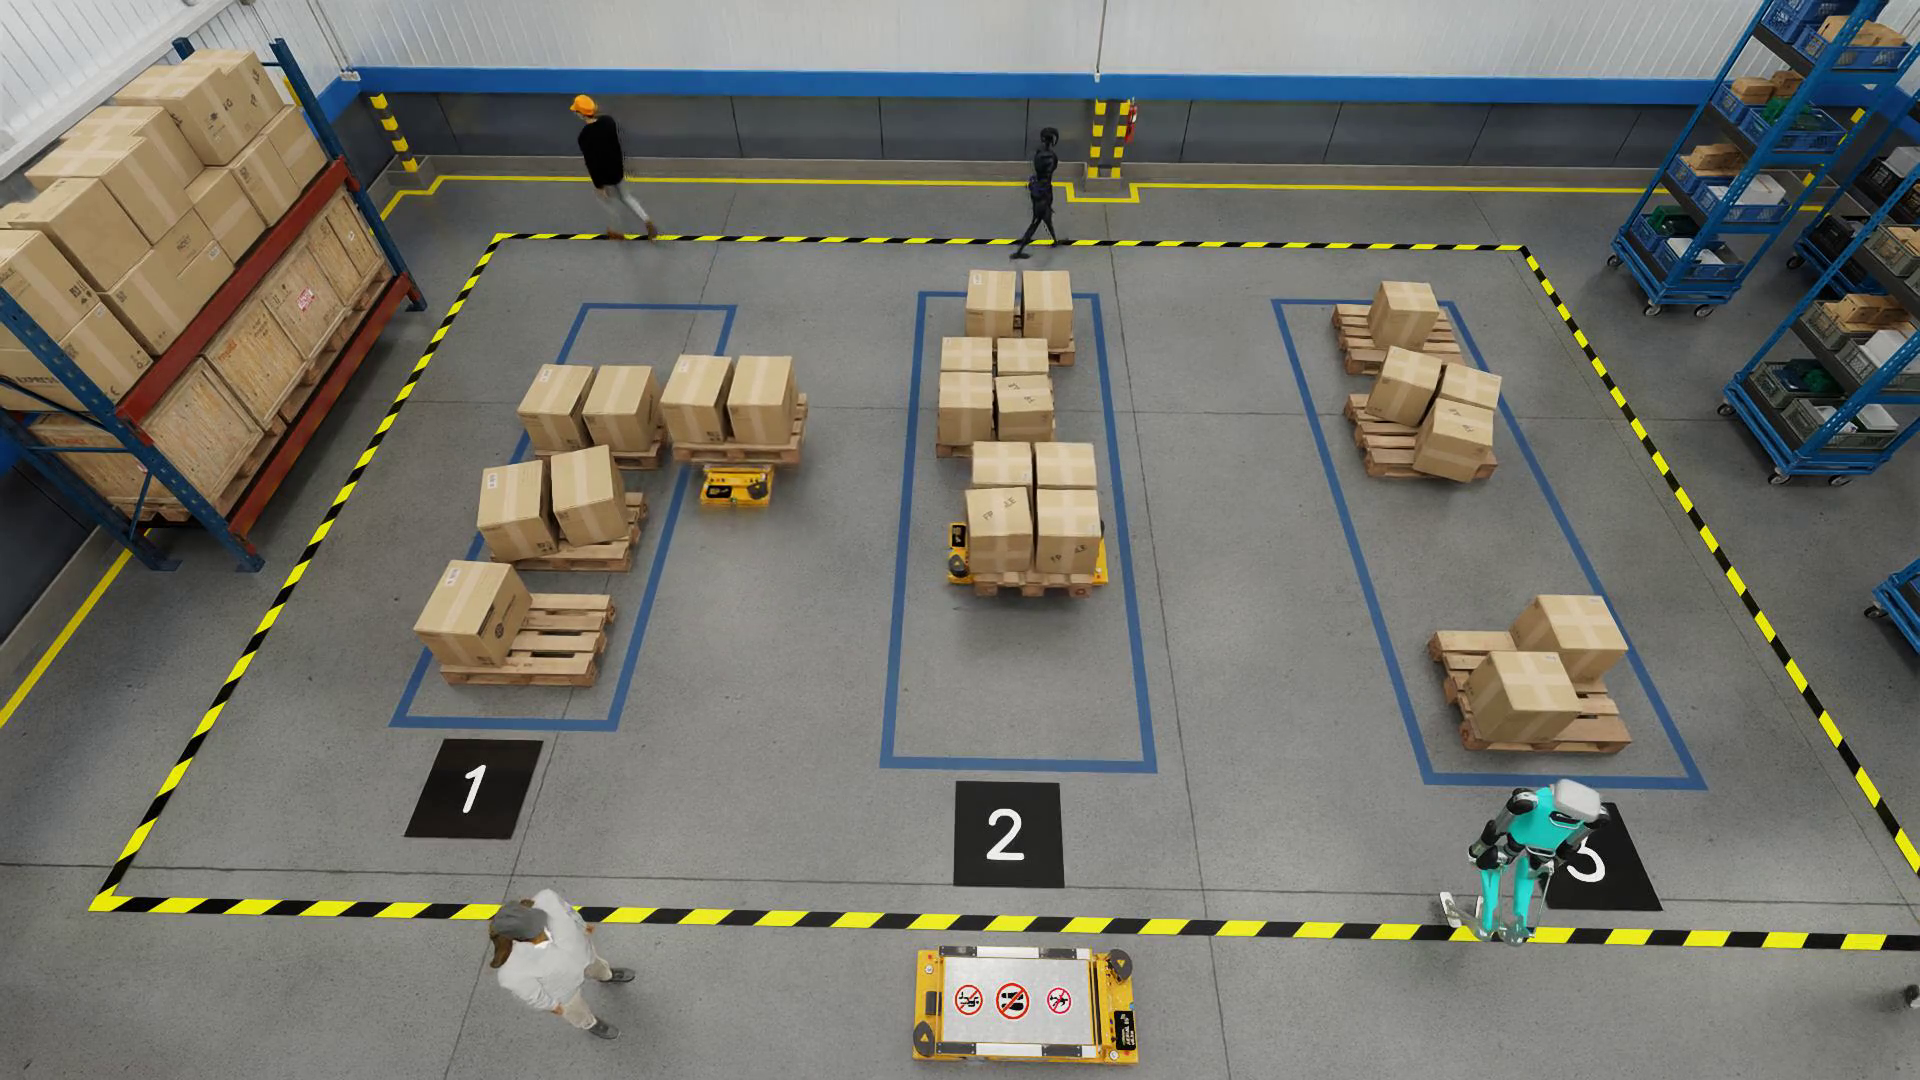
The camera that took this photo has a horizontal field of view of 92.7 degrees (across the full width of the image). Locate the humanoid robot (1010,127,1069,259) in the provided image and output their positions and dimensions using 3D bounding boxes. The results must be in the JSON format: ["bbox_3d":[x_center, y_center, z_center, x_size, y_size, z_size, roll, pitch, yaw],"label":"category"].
[{"bbox_3d":[1.016,-4.139,10.981,0.791,1.620,0.611,-8,51,-6],"label":"humanoid robot"}]

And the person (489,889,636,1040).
[{"bbox_3d":[-2.383,2.525,5.459,0.400,1.769,0.561,5,51,4],"label":"person"}]

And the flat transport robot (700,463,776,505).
[{"bbox_3d":[-2.165,-0.955,9.246,0.652,0.197,1.431,1,51,1],"label":"flat transport robot"}]

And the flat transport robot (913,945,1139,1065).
[{"bbox_3d":[0.422,3.041,6.007,1.431,0.231,0.659,1,51,1],"label":"flat transport robot"}]

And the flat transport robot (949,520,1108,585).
[{"bbox_3d":[0.622,0.089,8.395,1.431,0.197,0.652,1,51,1],"label":"flat transport robot"}]

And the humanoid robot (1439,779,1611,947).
[{"bbox_3d":[3.491,2.141,5.709,0.533,1.673,0.735,10,51,8],"label":"humanoid robot"}]

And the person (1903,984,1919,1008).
[{"bbox_3d":[6.569,2.472,5.458,0.748,1.829,0.593,2,51,2],"label":"person"}]

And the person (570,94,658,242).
[{"bbox_3d":[-4.188,-4.419,11.062,0.712,1.860,0.590,24,55,18],"label":"person"}]
